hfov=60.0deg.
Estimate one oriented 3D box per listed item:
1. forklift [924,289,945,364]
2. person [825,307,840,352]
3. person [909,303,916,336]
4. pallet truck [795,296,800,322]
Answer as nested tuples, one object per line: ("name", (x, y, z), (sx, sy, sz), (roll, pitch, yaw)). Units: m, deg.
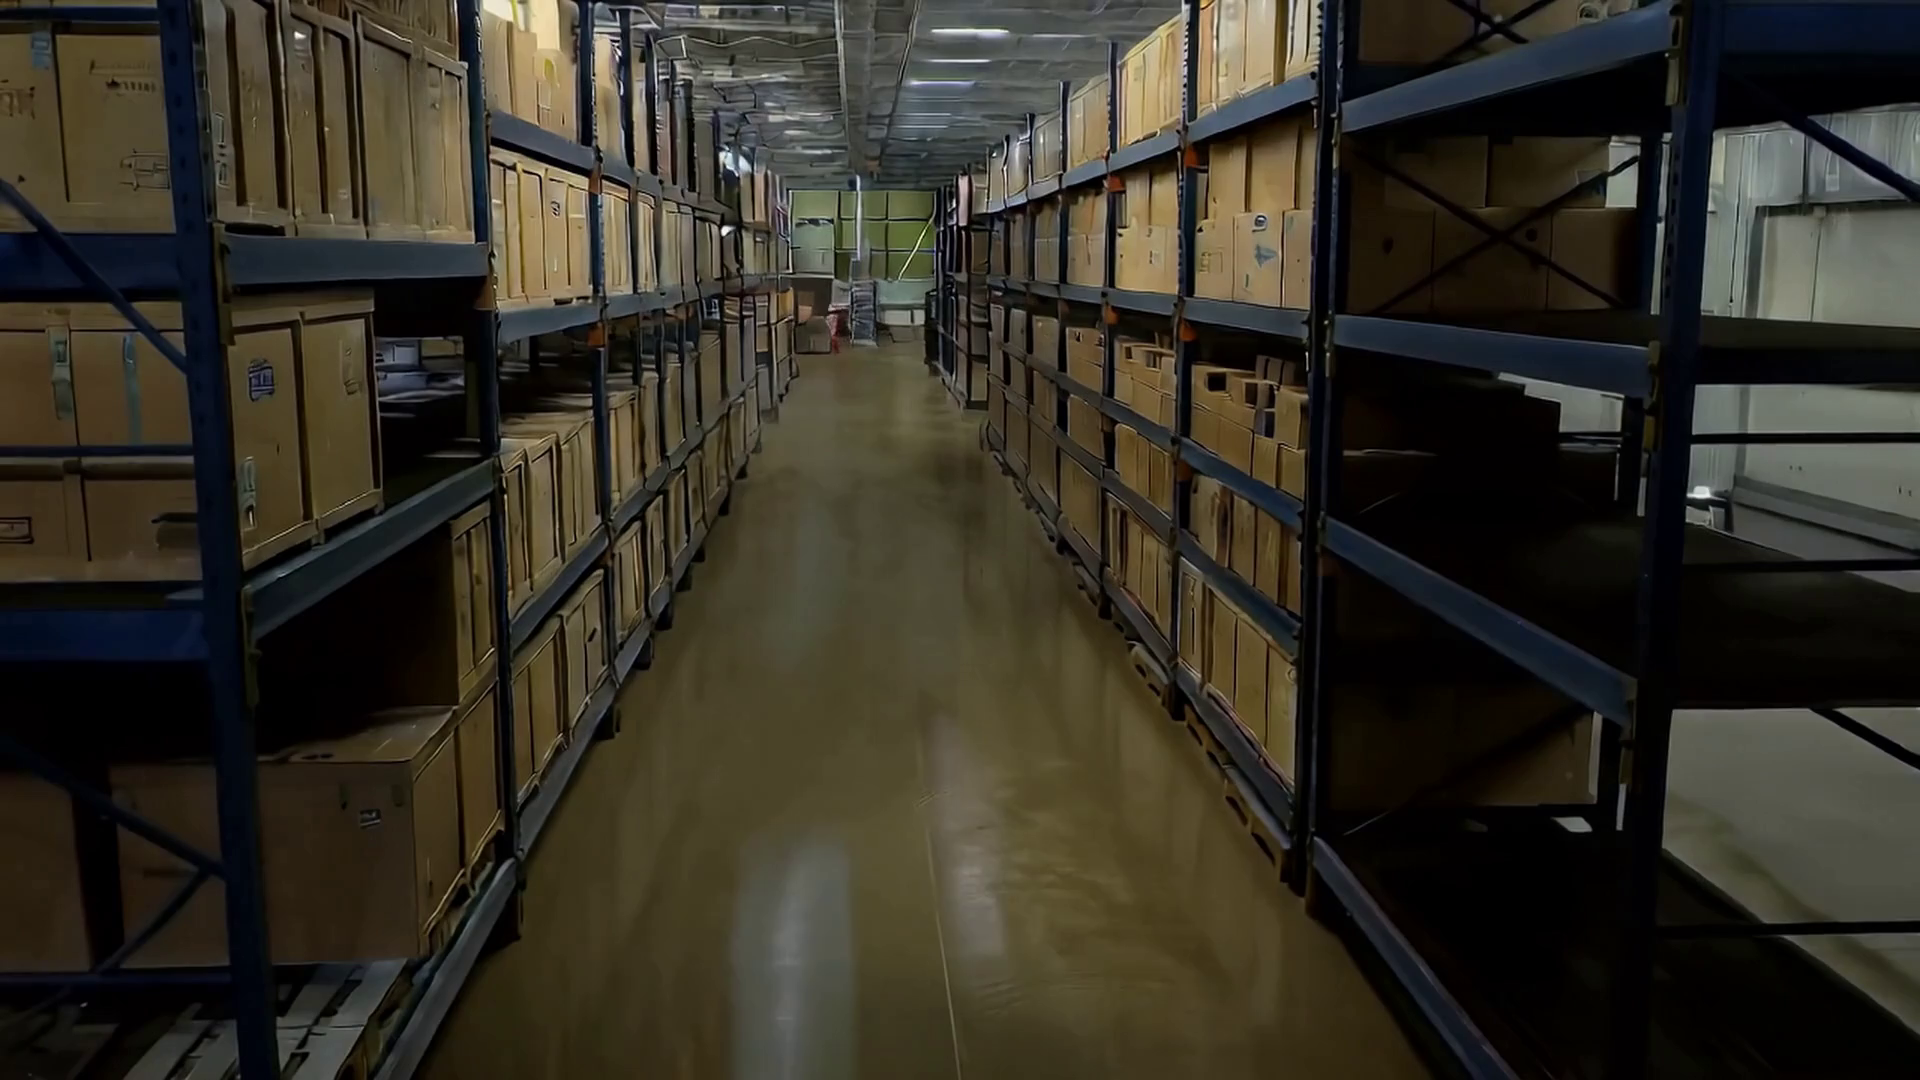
("forklift", (-0.794, -8.080, 62.735), (1.129, 2.768, 1.873), (-1, 10, -3))
("person", (-5.440, -8.950, 70.860), (0.553, 1.908, 0.893), (-6, 11, -31))
("person", (-2.463, -11.504, 86.751), (0.321, 1.686, 0.539), (3, 10, 19))
("pallet truck", (-8.622, -12.439, 91.403), (1.885, 1.965, 0.823), (2, 10, 13))
